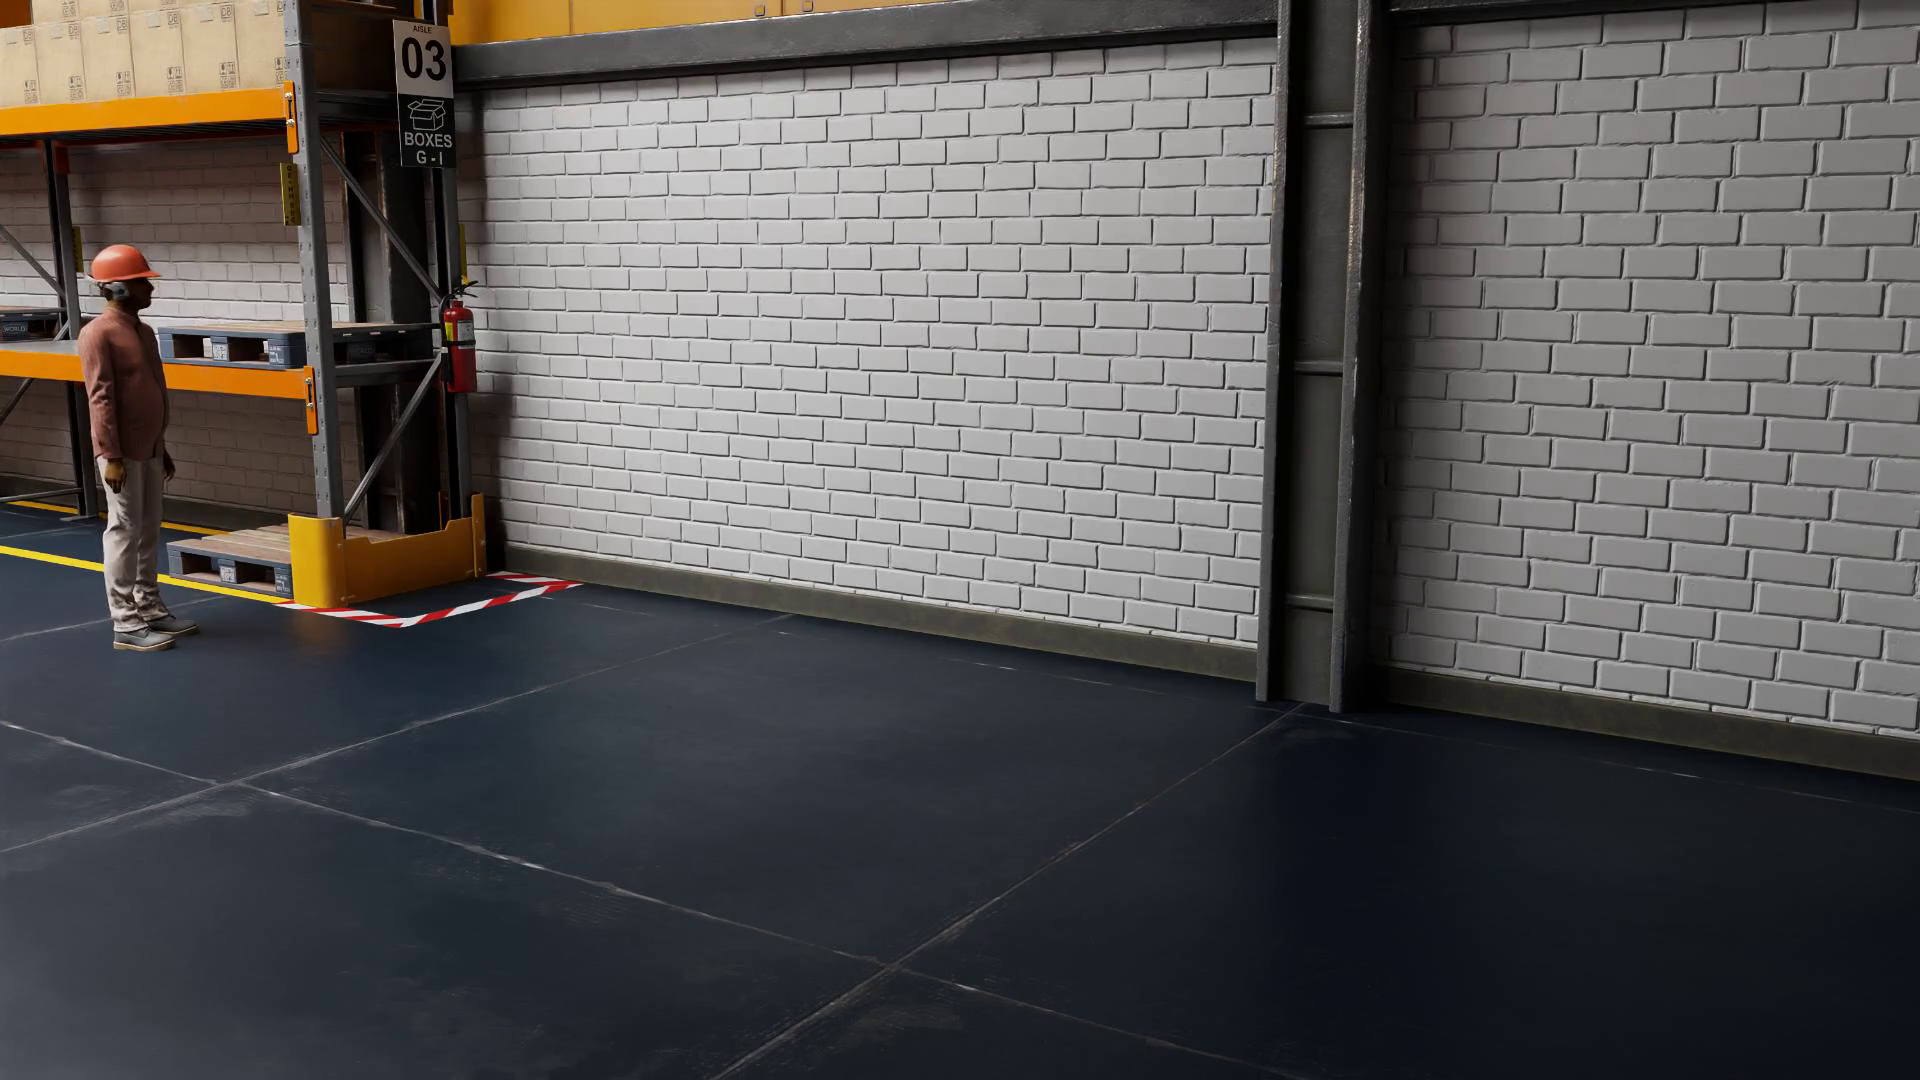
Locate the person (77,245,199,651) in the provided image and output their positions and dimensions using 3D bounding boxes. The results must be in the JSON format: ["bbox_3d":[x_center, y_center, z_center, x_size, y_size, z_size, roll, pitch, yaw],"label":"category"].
[{"bbox_3d":[-4.106,-0.455,8.273,0.374,1.997,0.613,-1,10,-3],"label":"person"}]
